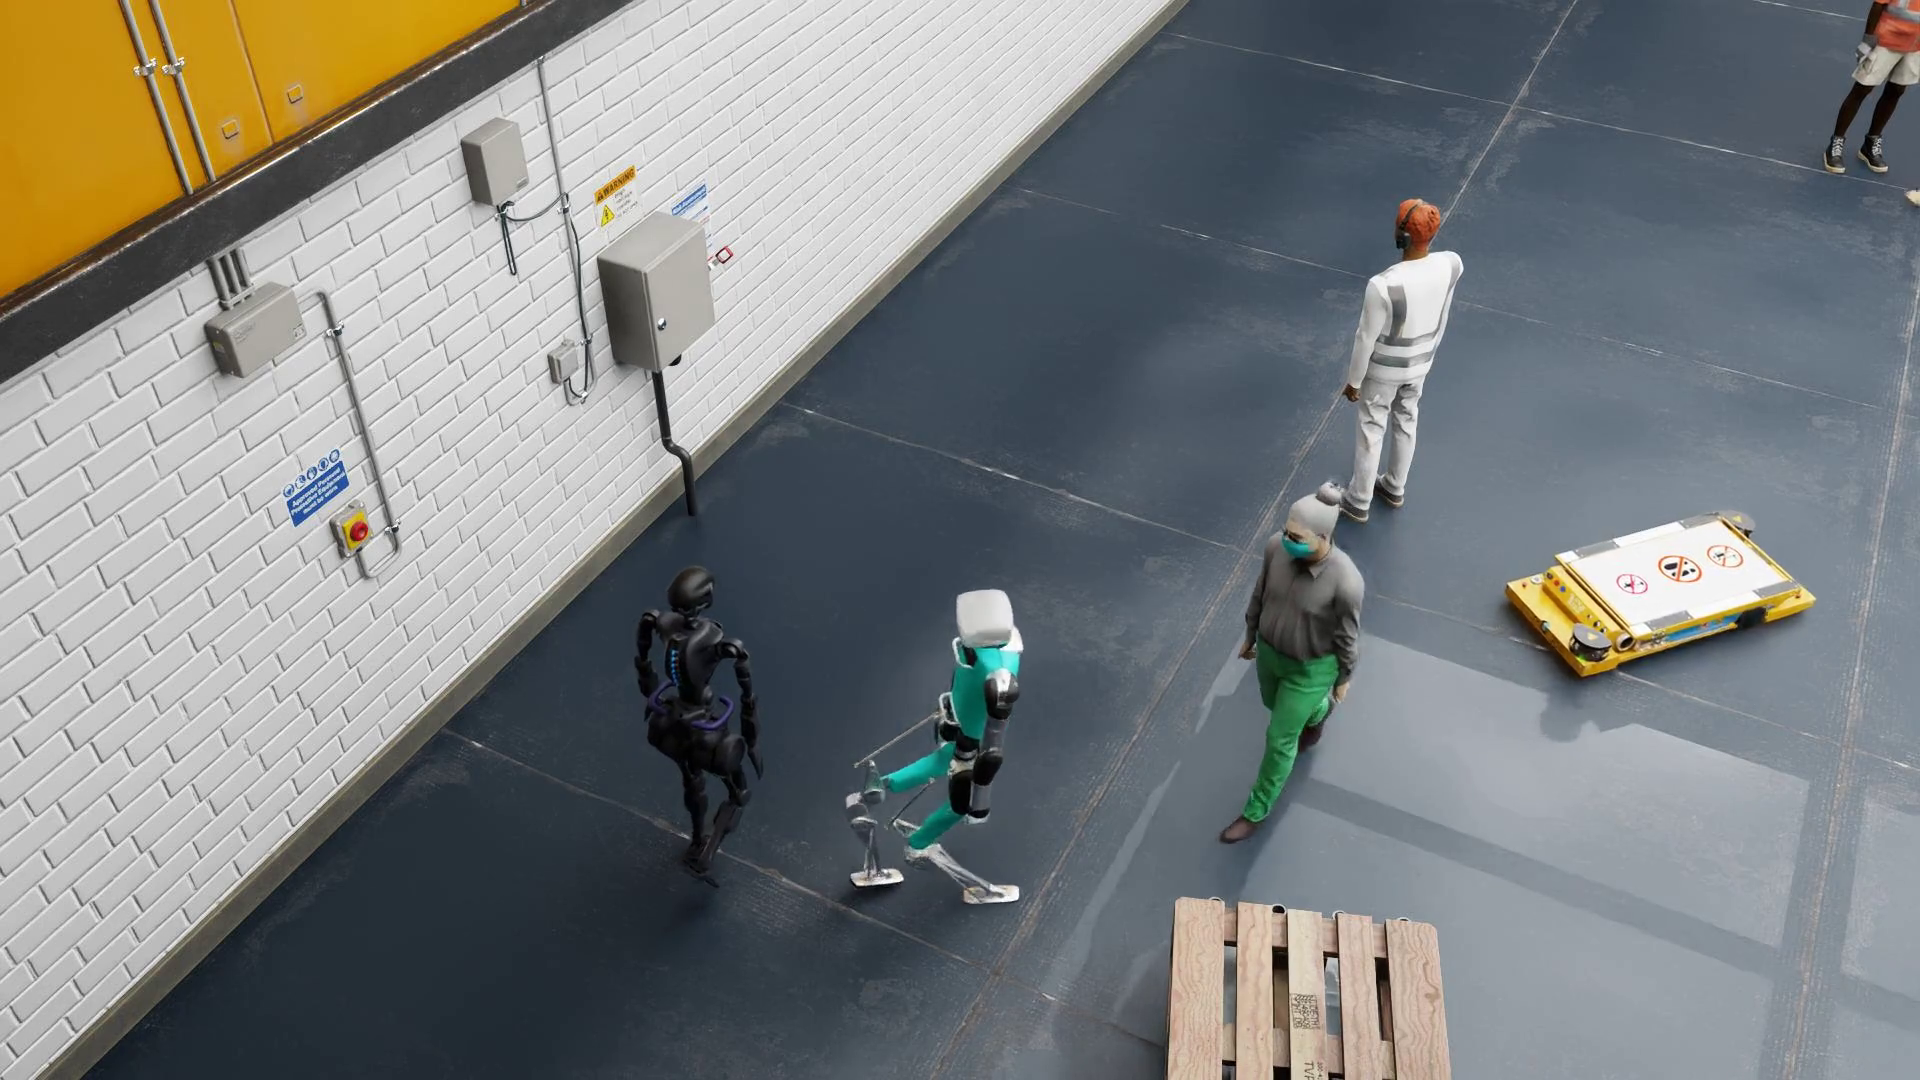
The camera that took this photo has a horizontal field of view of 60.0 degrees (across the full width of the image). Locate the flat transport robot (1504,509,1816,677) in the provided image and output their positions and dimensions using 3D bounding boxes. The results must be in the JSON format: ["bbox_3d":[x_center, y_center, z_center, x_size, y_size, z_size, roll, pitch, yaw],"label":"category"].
[{"bbox_3d":[3.604,0.255,8.542,1.431,0.231,0.659,-14,43,-15],"label":"flat transport robot"}]

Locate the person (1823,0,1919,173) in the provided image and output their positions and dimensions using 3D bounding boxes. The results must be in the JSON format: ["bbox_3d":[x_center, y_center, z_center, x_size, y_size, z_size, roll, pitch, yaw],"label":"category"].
[{"bbox_3d":[6.583,-3.491,11.594,0.607,1.957,0.396,0,41,-1],"label":"person"}]

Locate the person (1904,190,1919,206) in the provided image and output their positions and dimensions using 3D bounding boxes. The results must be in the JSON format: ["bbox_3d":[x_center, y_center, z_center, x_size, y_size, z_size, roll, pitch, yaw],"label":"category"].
[{"bbox_3d":[7.013,-2.952,11.127,0.749,1.745,0.497,-10,42,-12],"label":"person"}]

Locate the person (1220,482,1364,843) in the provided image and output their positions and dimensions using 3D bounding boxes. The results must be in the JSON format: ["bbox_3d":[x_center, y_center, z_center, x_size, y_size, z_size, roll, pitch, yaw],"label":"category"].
[{"bbox_3d":[1.471,0.448,7.136,0.853,1.817,0.522,-30,49,-30],"label":"person"}]

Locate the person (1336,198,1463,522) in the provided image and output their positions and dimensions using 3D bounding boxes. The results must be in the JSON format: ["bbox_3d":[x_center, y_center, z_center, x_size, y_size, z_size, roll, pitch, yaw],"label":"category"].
[{"bbox_3d":[2.260,-0.912,8.670,0.566,1.878,0.353,-17,44,-19],"label":"person"}]

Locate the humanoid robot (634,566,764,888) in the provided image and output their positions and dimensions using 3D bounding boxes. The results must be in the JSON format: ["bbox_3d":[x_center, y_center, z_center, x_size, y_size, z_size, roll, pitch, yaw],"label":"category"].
[{"bbox_3d":[-1.123,0.798,6.832,0.593,1.651,0.480,16,43,18],"label":"humanoid robot"}]

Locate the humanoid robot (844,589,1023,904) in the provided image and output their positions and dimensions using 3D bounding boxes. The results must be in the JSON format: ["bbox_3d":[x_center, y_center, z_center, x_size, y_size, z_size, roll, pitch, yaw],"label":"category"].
[{"bbox_3d":[-0.199,0.933,6.650,0.866,1.770,0.539,-8,41,-9],"label":"humanoid robot"}]
